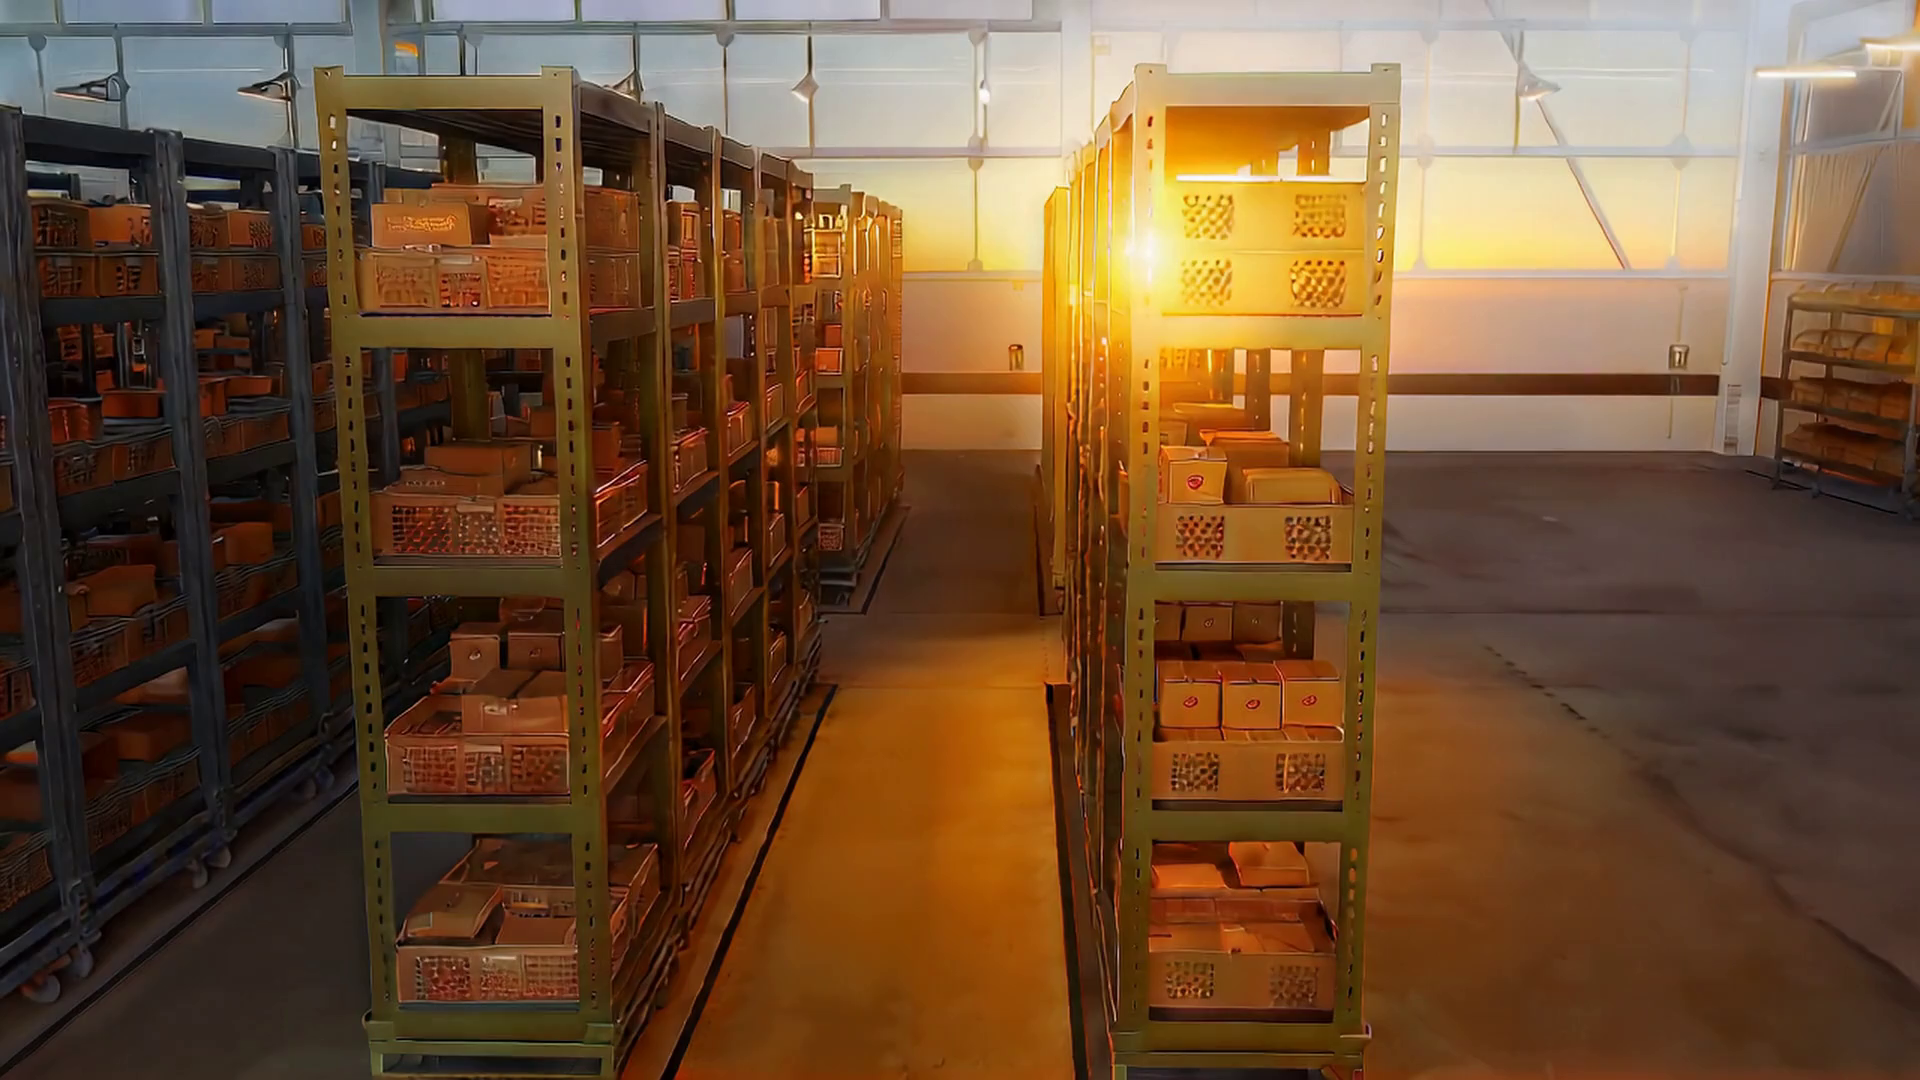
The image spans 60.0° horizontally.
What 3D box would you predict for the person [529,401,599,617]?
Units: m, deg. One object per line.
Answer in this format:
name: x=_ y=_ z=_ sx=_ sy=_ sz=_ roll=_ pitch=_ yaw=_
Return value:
person: x=-2.829 y=-0.057 z=12.412 sx=0.740 sy=1.974 sz=0.624 roll=3 pitch=10 yaw=17
